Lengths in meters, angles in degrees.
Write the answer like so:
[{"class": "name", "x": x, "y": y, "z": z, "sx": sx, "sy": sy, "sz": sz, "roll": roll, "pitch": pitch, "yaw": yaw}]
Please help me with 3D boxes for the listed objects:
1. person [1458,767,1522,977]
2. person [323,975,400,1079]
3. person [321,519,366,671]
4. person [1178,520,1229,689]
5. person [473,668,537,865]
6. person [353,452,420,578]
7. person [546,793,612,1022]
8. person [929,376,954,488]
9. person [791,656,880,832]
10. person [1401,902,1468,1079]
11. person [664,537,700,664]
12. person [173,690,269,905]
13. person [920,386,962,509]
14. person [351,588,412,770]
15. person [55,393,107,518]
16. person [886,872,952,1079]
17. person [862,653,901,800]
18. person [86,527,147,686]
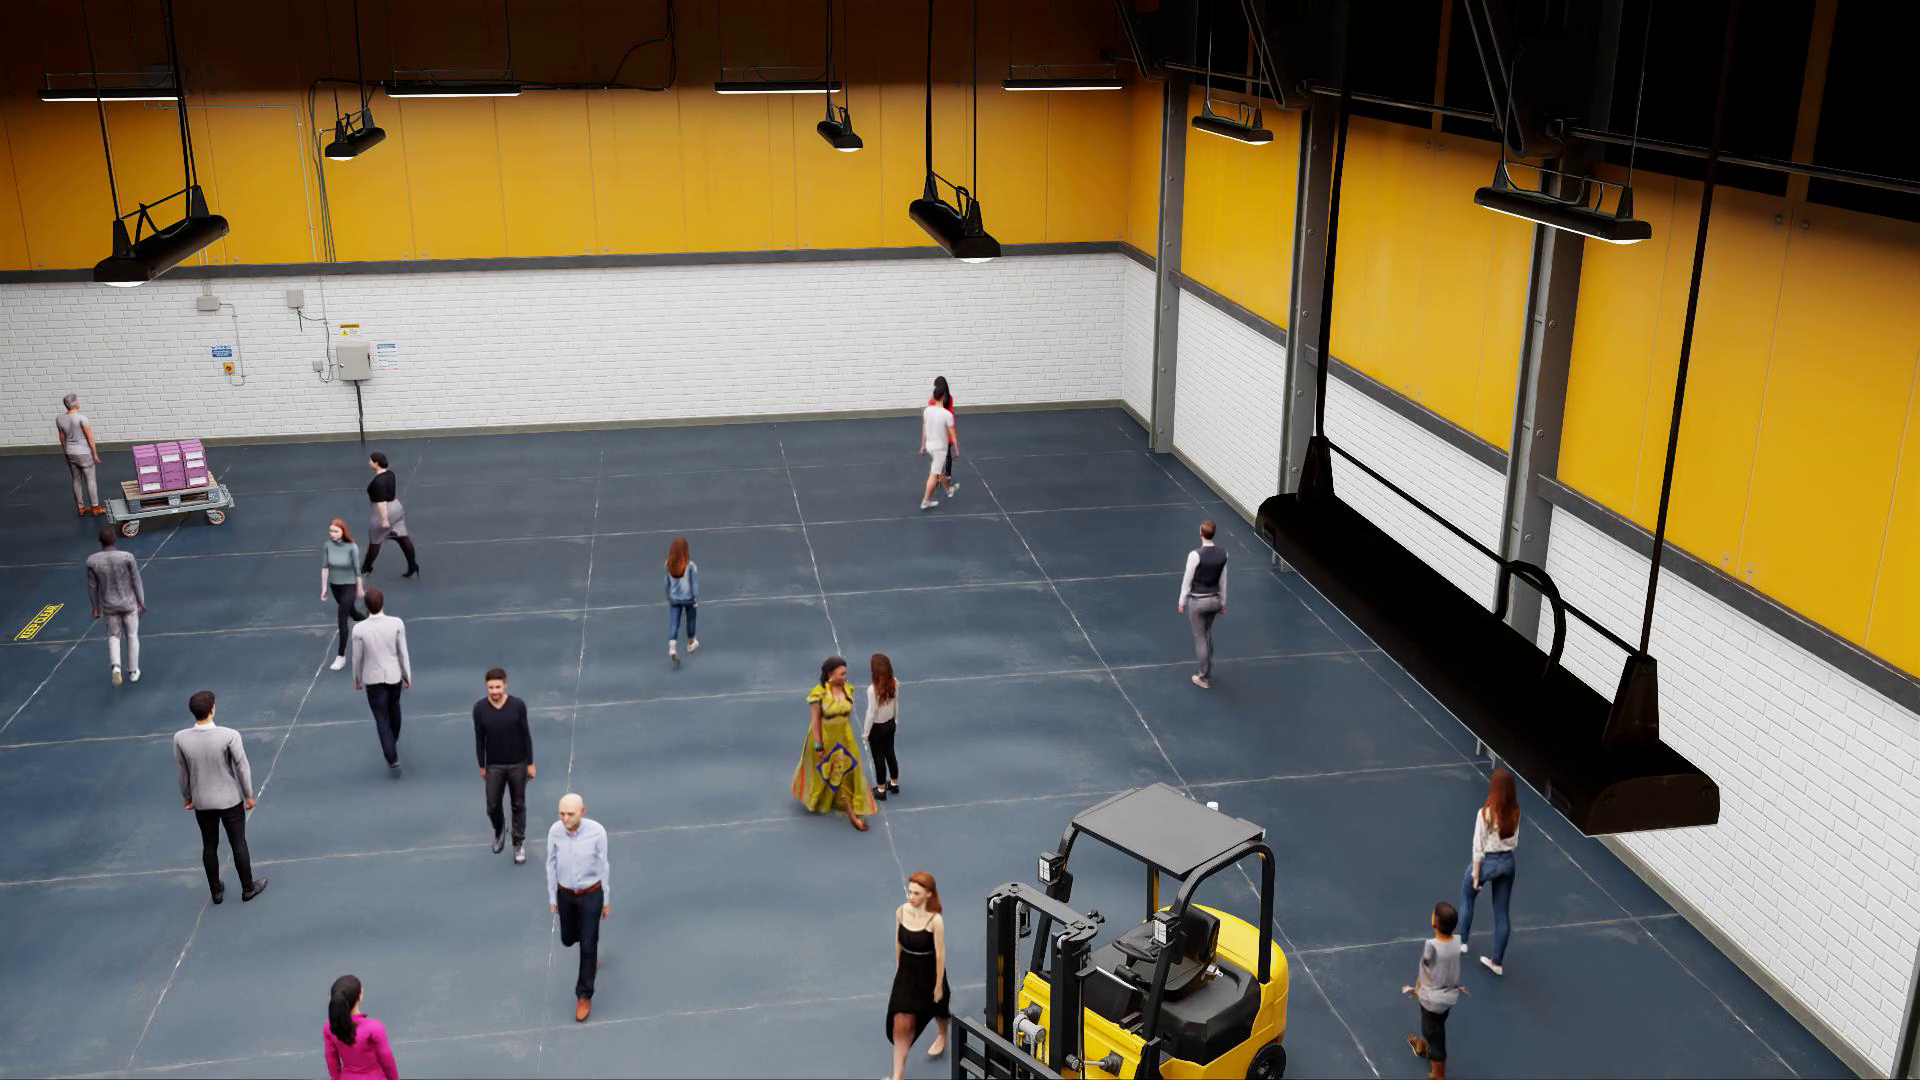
[{"class": "person", "x": 4.250, "y": 2.629, "z": 13.093, "sx": 0.577, "sy": 1.708, "sz": 0.797, "roll": -3, "pitch": 19, "yaw": -10}, {"class": "person", "x": -3.774, "y": 3.543, "z": 10.442, "sx": 0.889, "sy": 1.669, "sz": 1.166, "roll": 5, "pitch": 19, "yaw": 14}, {"class": "person", "x": -7.067, "y": 0.570, "z": 19.225, "sx": 0.928, "sy": 1.697, "sz": 1.240, "roll": 5, "pitch": 19, "yaw": 15}, {"class": "person", "x": 2.752, "y": 0.732, "z": 18.392, "sx": 0.742, "sy": 1.922, "sz": 0.749, "roll": -9, "pitch": 21, "yaw": -25}, {"class": "person", "x": -4.043, "y": 1.963, "z": 14.837, "sx": 0.674, "sy": 1.857, "sz": 0.711, "roll": -5, "pitch": 19, "yaw": -14}, {"class": "person", "x": -7.380, "y": -0.285, "z": 21.738, "sx": 0.904, "sy": 1.713, "sz": 1.091, "roll": 1, "pitch": 19, "yaw": 4}, {"class": "person", "x": -2.886, "y": 2.716, "z": 12.736, "sx": 0.801, "sy": 1.772, "sz": 1.119, "roll": 1, "pitch": 19, "yaw": 3}, {"class": "person", "x": -0.295, "y": -1.691, "z": 25.854, "sx": 0.719, "sy": 1.751, "sz": 0.747, "roll": -13, "pitch": 23, "yaw": -34}, {"class": "person", "x": -1.255, "y": 1.860, "z": 15.525, "sx": 1.046, "sy": 1.614, "sz": 1.278, "roll": -13, "pitch": 23, "yaw": -34}, {"class": "person", "x": 3.431, "y": 3.214, "z": 11.774, "sx": 0.670, "sy": 1.441, "sz": 0.871, "roll": -6, "pitch": 20, "yaw": -18}, {"class": "person", "x": -3.239, "y": 0.707, "z": 19.200, "sx": 0.776, "sy": 1.453, "sz": 1.024, "roll": 3, "pitch": 19, "yaw": 8}, {"class": "person", "x": -6.305, "y": 2.177, "z": 14.100, "sx": 0.754, "sy": 1.922, "sz": 0.641, "roll": -2, "pitch": 19, "yaw": -5}, {"class": "person", "x": -0.396, "y": -1.337, "z": 24.712, "sx": 1.192, "sy": 1.808, "sz": 1.186, "roll": 16, "pitch": 25, "yaw": 40}, {"class": "person", "x": -5.734, "y": 1.409, "z": 16.552, "sx": 0.967, "sy": 1.813, "sz": 1.278, "roll": -10, "pitch": 21, "yaw": -28}, {"class": "person", "x": -12.939, "y": -1.255, "z": 24.431, "sx": 0.765, "sy": 1.832, "sz": 0.699, "roll": 3, "pitch": 19, "yaw": 10}, {"class": "person", "x": -0.227, "y": 3.097, "z": 11.917, "sx": 0.996, "sy": 1.572, "sz": 1.147, "roll": 9, "pitch": 21, "yaw": 25}, {"class": "person", "x": -0.732, "y": 1.781, "z": 15.962, "sx": 0.686, "sy": 1.485, "sz": 0.643, "roll": 17, "pitch": 25, "yaw": 41}, {"class": "person", "x": -9.346, "y": 0.764, "z": 18.453, "sx": 0.748, "sy": 1.822, "sz": 0.893, "roll": -6, "pitch": 19, "yaw": -16}]
